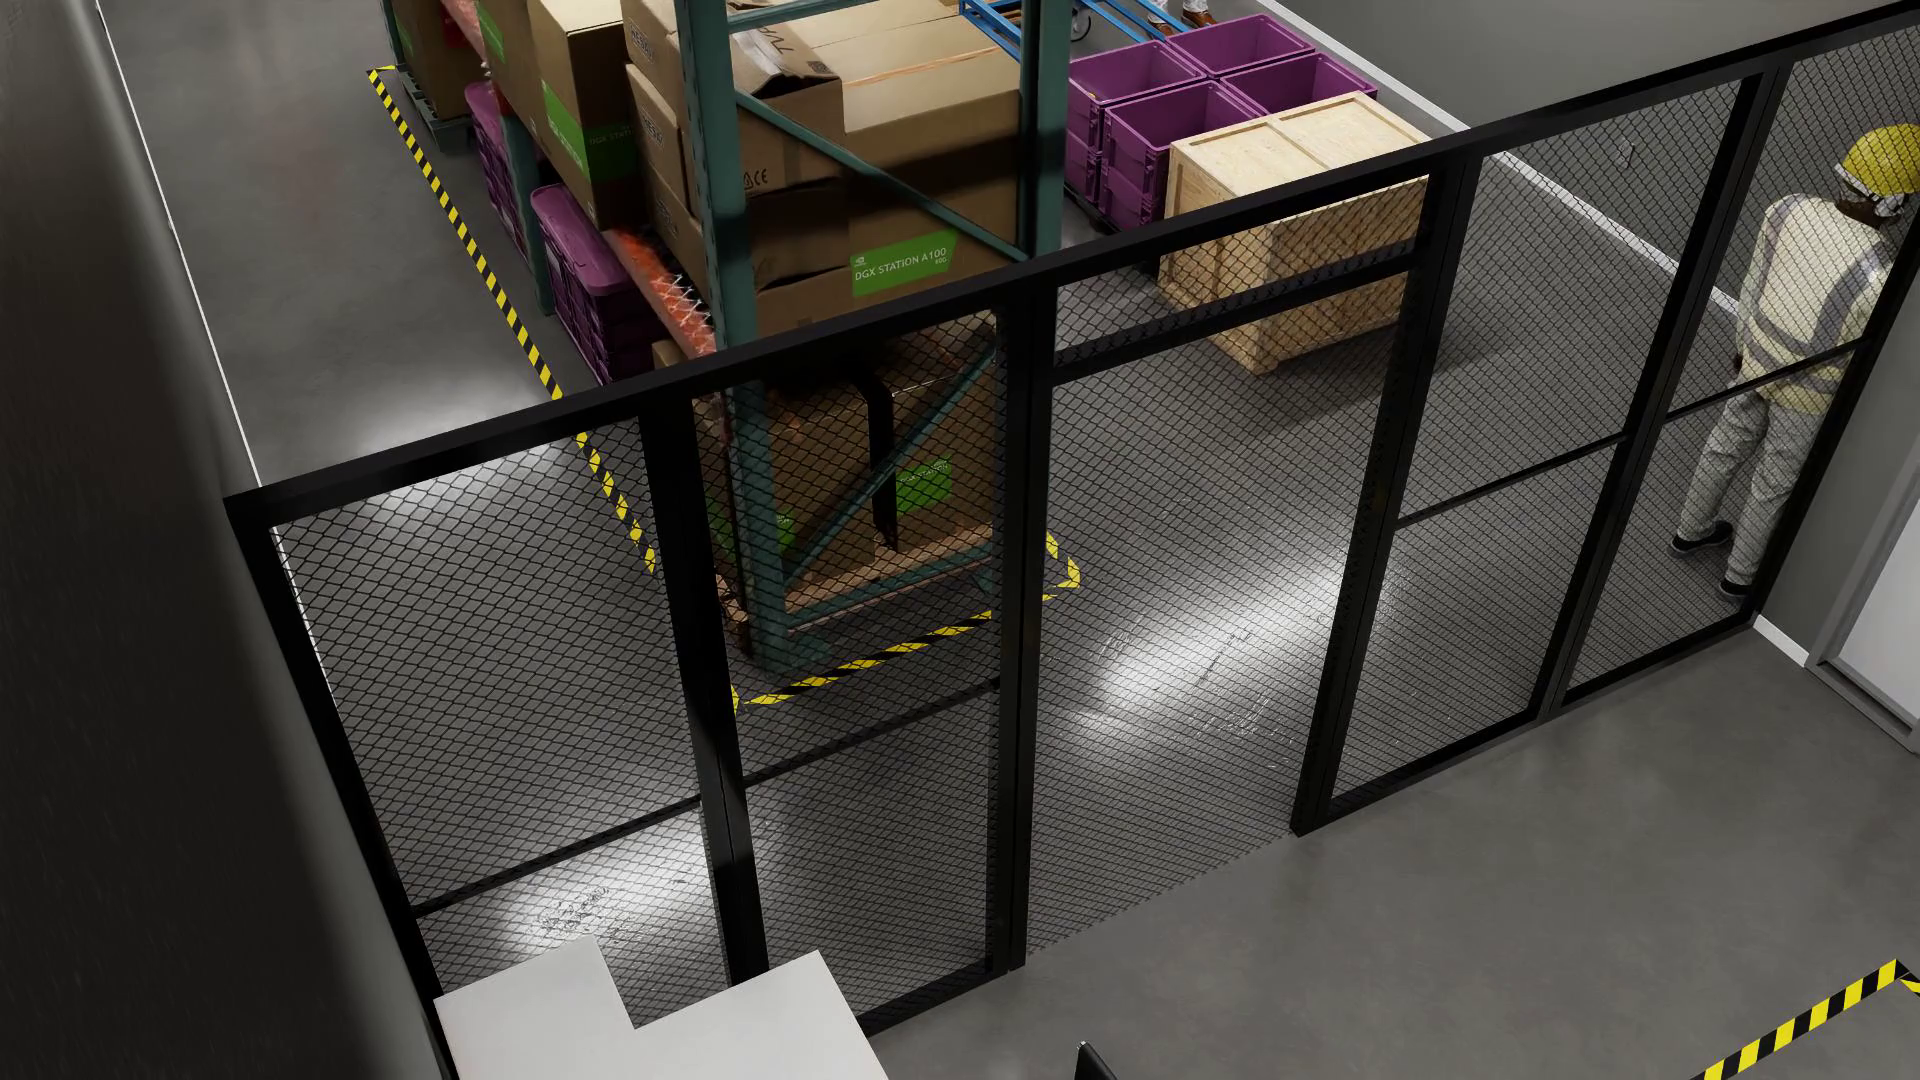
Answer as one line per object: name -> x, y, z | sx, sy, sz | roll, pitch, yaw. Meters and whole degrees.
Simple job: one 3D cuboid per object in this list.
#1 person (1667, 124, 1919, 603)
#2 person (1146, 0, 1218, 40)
person -> 2.856, -0.569, 5.645 | 0.404, 1.833, 0.590 | -14, 44, -15
person -> 1.271, -3.627, 8.914 | 0.630, 1.940, 0.372 | -22, 47, -22
